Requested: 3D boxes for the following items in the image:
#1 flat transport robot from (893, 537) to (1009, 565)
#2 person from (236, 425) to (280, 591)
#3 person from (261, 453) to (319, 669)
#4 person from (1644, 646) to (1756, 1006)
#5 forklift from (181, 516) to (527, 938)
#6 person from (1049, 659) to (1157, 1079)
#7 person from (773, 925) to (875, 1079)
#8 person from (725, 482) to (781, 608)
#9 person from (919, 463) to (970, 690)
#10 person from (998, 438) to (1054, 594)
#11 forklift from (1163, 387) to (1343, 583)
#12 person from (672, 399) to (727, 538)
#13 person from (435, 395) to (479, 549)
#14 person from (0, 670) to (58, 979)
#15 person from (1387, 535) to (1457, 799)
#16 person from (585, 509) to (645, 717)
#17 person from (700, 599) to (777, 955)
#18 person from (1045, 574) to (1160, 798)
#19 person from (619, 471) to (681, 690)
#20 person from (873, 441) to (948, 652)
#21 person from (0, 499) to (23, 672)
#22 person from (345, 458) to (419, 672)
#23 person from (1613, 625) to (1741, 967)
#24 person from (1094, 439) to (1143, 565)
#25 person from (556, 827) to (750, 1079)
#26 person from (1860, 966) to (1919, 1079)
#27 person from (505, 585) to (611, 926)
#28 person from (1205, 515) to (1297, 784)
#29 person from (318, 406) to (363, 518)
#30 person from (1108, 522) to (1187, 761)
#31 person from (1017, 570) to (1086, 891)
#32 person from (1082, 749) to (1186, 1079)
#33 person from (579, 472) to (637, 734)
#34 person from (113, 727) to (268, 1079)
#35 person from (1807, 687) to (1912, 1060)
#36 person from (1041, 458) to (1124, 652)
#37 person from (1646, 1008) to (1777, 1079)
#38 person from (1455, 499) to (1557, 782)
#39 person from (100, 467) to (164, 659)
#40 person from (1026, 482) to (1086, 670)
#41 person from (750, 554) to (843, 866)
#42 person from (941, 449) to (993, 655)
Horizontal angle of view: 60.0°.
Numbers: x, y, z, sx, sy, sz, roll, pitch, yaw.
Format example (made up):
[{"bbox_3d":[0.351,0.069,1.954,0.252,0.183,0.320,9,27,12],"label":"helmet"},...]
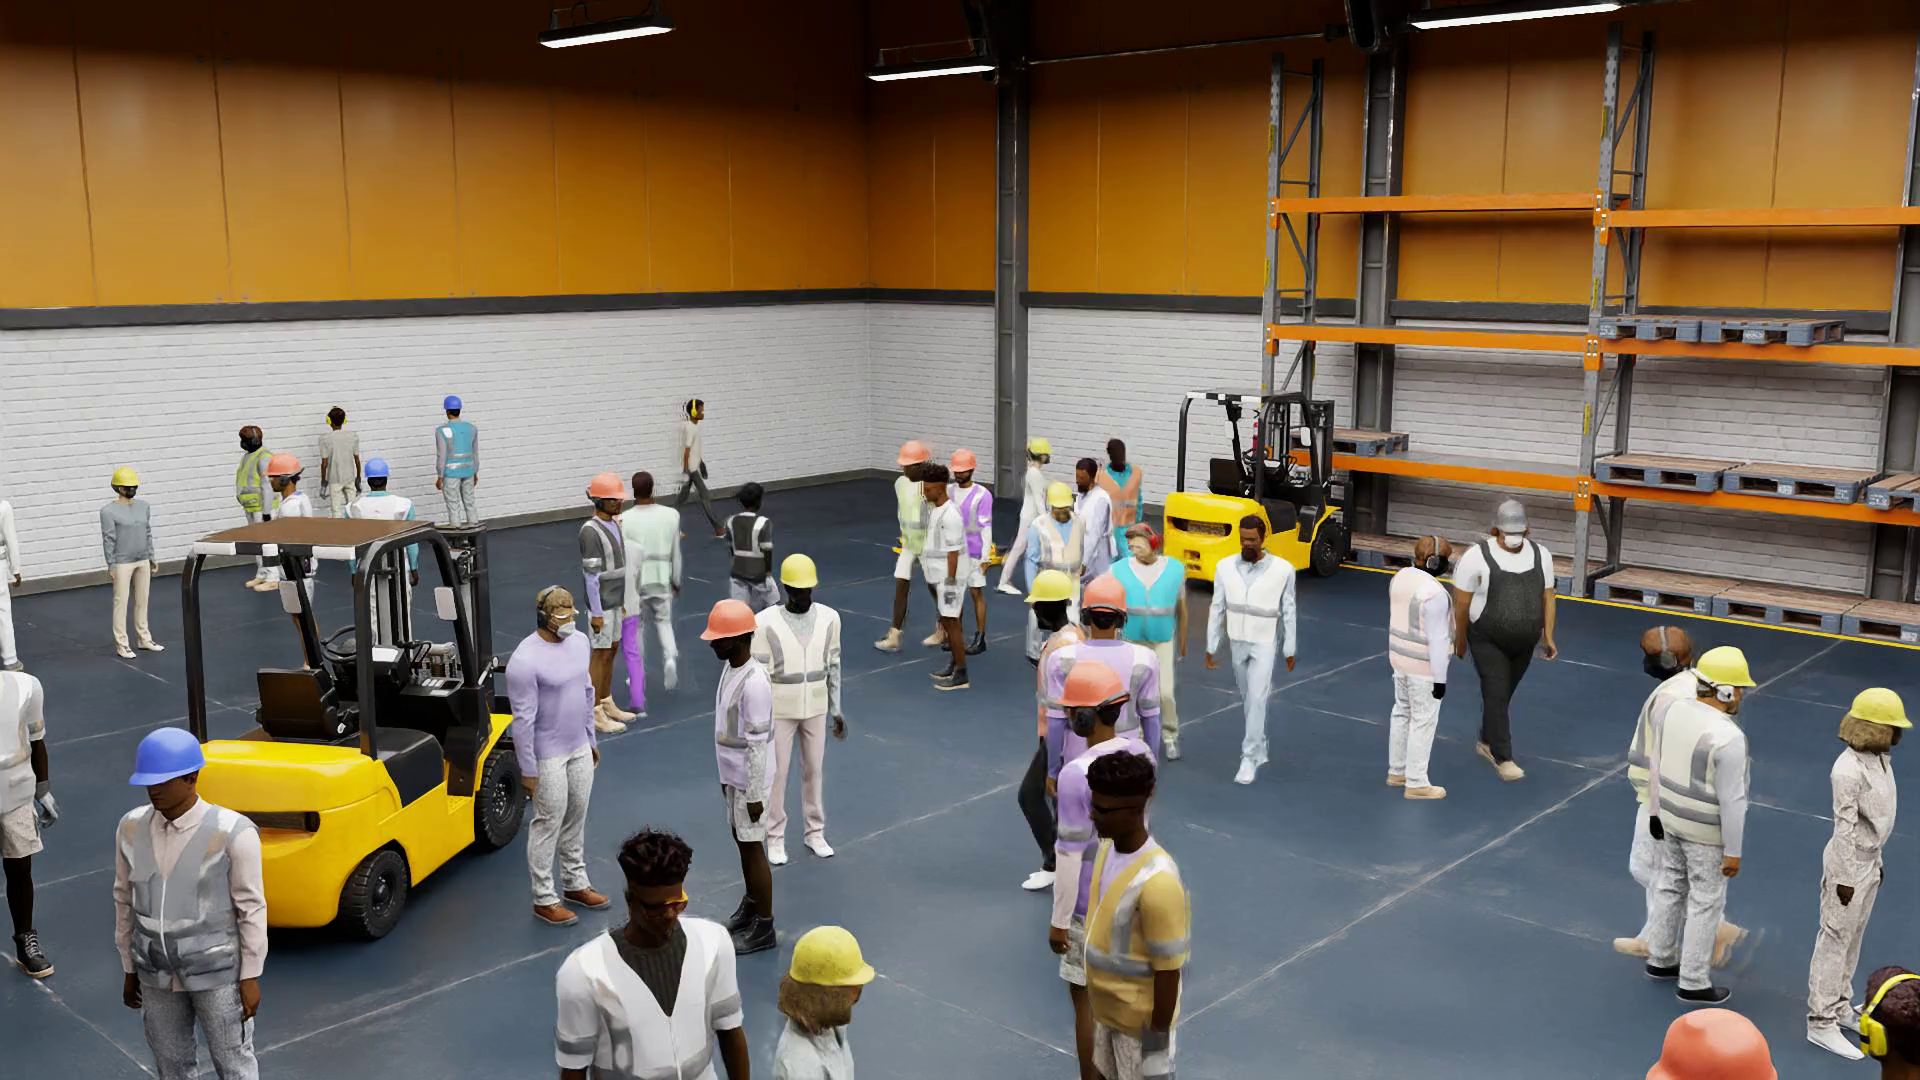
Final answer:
[{"bbox_3d":[-0.110,0.113,20.138,0.652,0.197,1.431,-9,13,-40],"label":"flat transport robot"},{"bbox_3d":[-7.754,-0.358,18.378,0.429,1.836,0.627,-9,13,-40],"label":"person"},{"bbox_3d":[-5.696,0.270,14.202,0.396,2.042,0.610,-2,10,-13],"label":"person"},{"bbox_3d":[3.706,1.418,8.307,0.403,1.818,0.604,-2,10,-11],"label":"person"},{"bbox_3d":[-3.583,0.976,9.748,1.214,2.155,2.313,2,10,11],"label":"forklift"},{"bbox_3d":[0.580,1.515,7.158,0.411,2.032,0.611,8,13,39],"label":"person"},{"bbox_3d":[-0.376,2.021,5.185,0.844,1.702,0.508,1,10,6],"label":"person"},{"bbox_3d":[-1.821,0.307,14.993,0.549,1.670,0.680,6,12,30],"label":"person"},{"bbox_3d":[-0.135,0.307,14.282,0.428,1.945,0.606,-2,10,-10],"label":"person"},{"bbox_3d":[0.852,-0.240,18.052,0.946,1.713,0.537,2,10,10],"label":"person"},{"bbox_3d":[3.298,-0.608,18.767,1.214,2.155,2.313,9,13,42],"label":"forklift"},{"bbox_3d":[-3.414,-0.914,21.593,0.979,1.814,0.580,-2,10,-9],"label":"person"},{"bbox_3d":[-6.274,-0.832,20.746,0.393,1.946,0.617,7,12,37],"label":"person"},{"bbox_3d":[-4.934,1.317,8.455,0.363,1.963,0.612,9,14,43],"label":"person"},{"bbox_3d":[3.169,0.867,11.415,0.429,1.831,0.635,-2,10,-13],"label":"person"},{"bbox_3d":[-2.835,0.556,13.524,0.560,1.701,0.856,-8,13,-37],"label":"person"},{"bbox_3d":[-1.183,1.259,8.912,0.385,1.929,0.547,-4,11,-20],"label":"person"},{"bbox_3d":[0.759,1.192,8.948,0.615,2.041,0.386,0,10,-3],"label":"person"},{"bbox_3d":[-2.623,0.367,14.071,0.626,1.899,0.670,-5,11,-26],"label":"person"},{"bbox_3d":[-0.424,0.071,15.474,0.618,1.989,0.995,9,13,41],"label":"person"},{"bbox_3d":[-8.595,0.273,14.635,0.584,1.883,0.346,-4,11,-23],"label":"person"},{"bbox_3d":[-5.077,0.245,14.650,0.605,1.939,0.415,-2,10,-12],"label":"person"},{"bbox_3d":[3.776,1.360,8.659,0.583,1.819,0.665,8,13,37],"label":"person"},{"bbox_3d":[1.587,-0.114,16.883,0.621,1.864,0.654,-3,10,-17],"label":"person"},{"bbox_3d":[-0.962,1.868,5.346,0.619,1.951,0.431,-8,13,-38],"label":"person"},{"bbox_3d":[2.489,2.065,4.512,0.510,1.861,0.324,-2,10,-11],"label":"person"},{"bbox_3d":[-2.250,1.191,9.298,0.379,1.929,0.636,4,11,24],"label":"person"},{"bbox_3d":[2.024,0.766,11.812,0.612,1.880,0.870,6,12,31],"label":"person"},{"bbox_3d":[-7.500,-0.687,20.146,0.509,1.872,0.329,-9,13,-40],"label":"person"},{"bbox_3d":[1.362,0.743,12.170,0.584,1.804,0.513,1,10,6],"label":"person"},{"bbox_3d":[0.519,1.117,9.744,0.500,1.910,0.604,1,10,7],"label":"person"},{"bbox_3d":[0.651,1.732,6.162,0.445,1.968,0.686,-3,10,-14],"label":"person"},{"bbox_3d":[-2.736,0.481,13.001,0.389,2.041,0.614,1,10,6],"label":"person"},{"bbox_3d":[-3.005,1.669,6.505,0.607,1.948,0.390,1,10,7],"label":"person"},{"bbox_3d":[4.235,1.540,7.823,0.298,1.743,0.484,9,14,43],"label":"person"},{"bbox_3d":[1.219,0.149,15.456,1.000,1.857,0.576,-4,11,-24],"label":"person"},{"bbox_3d":[1.872,2.085,4.215,0.393,1.925,0.554,-1,10,-3],"label":"person"},{"bbox_3d":[3.954,0.678,11.884,0.678,2.000,0.931,-2,10,-11],"label":"person"},{"bbox_3d":[-7.663,0.200,15.389,0.311,1.768,0.533,4,11,22],"label":"person"},{"bbox_3d":[0.840,0.355,14.511,0.599,1.762,0.998,-4,11,-23],"label":"person"},{"bbox_3d":[-0.991,1.029,10.214,0.590,1.925,0.383,-5,11,-25],"label":"person"},{"bbox_3d":[0.040,0.108,15.459,0.547,1.929,0.388,7,12,34],"label":"person"}]
